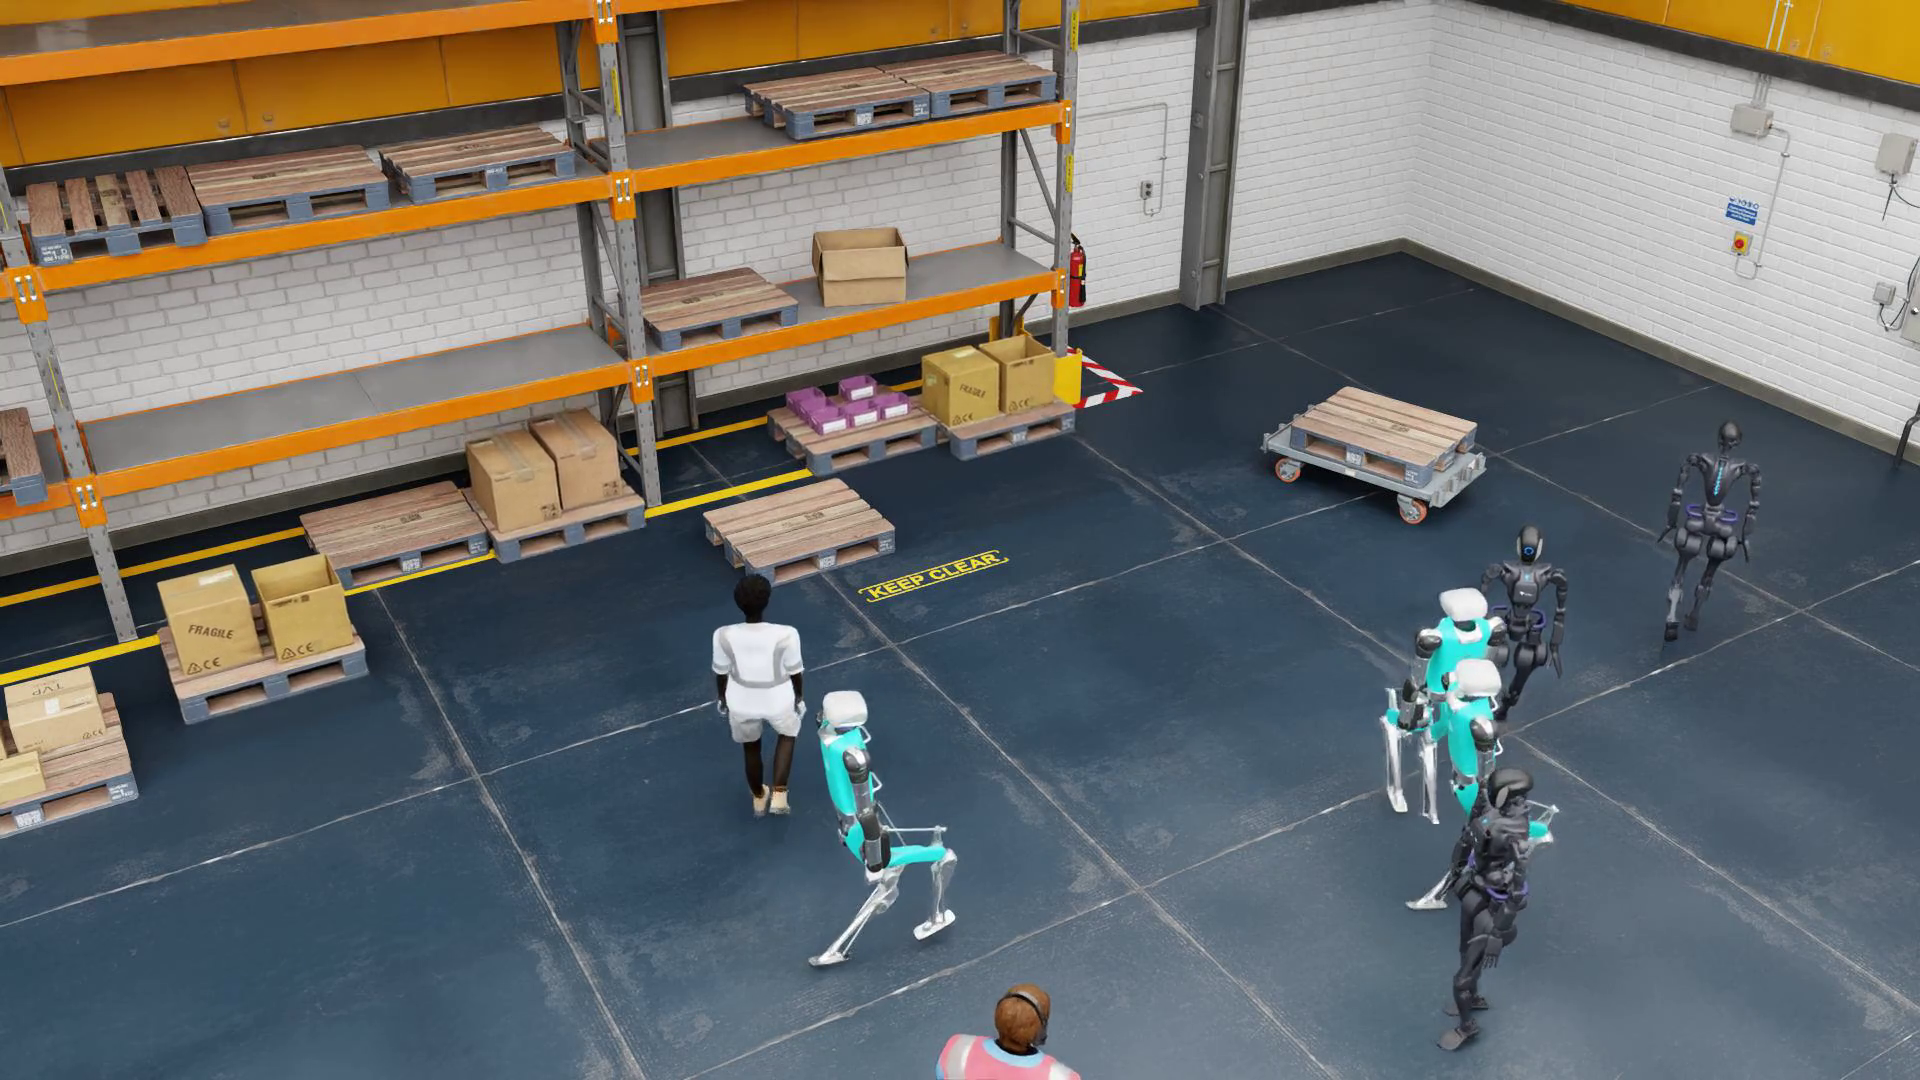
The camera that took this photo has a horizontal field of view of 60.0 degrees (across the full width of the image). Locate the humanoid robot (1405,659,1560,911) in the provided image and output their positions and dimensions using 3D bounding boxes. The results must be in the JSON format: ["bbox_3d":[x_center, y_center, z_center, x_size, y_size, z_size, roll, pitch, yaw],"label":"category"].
[{"bbox_3d":[2.960,1.389,9.046,0.883,1.757,0.552,-4,30,-6],"label":"humanoid robot"}]

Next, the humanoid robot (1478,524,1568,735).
[{"bbox_3d":[3.503,0.647,10.447,0.589,1.629,0.761,6,30,10],"label":"humanoid robot"}]

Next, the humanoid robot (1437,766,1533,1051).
[{"bbox_3d":[2.609,1.802,8.351,0.436,1.643,0.586,-6,30,-10],"label":"humanoid robot"}]

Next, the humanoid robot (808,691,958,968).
[{"bbox_3d":[-0.348,1.523,8.834,1.034,1.762,0.551,-13,32,-21],"label":"humanoid robot"}]

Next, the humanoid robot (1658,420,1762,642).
[{"bbox_3d":[5.228,-0.039,11.625,0.616,1.630,0.598,13,32,22],"label":"humanoid robot"}]

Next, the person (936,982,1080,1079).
[{"bbox_3d":[0.217,2.564,6.855,0.629,1.834,0.434,11,31,19],"label":"person"}]

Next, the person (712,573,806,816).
[{"bbox_3d":[-1.181,0.946,9.852,0.548,1.678,0.368,1,29,1],"label":"person"}]

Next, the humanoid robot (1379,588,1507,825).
[{"bbox_3d":[2.741,0.934,9.812,0.552,1.753,0.785,-7,30,-12],"label":"humanoid robot"}]
